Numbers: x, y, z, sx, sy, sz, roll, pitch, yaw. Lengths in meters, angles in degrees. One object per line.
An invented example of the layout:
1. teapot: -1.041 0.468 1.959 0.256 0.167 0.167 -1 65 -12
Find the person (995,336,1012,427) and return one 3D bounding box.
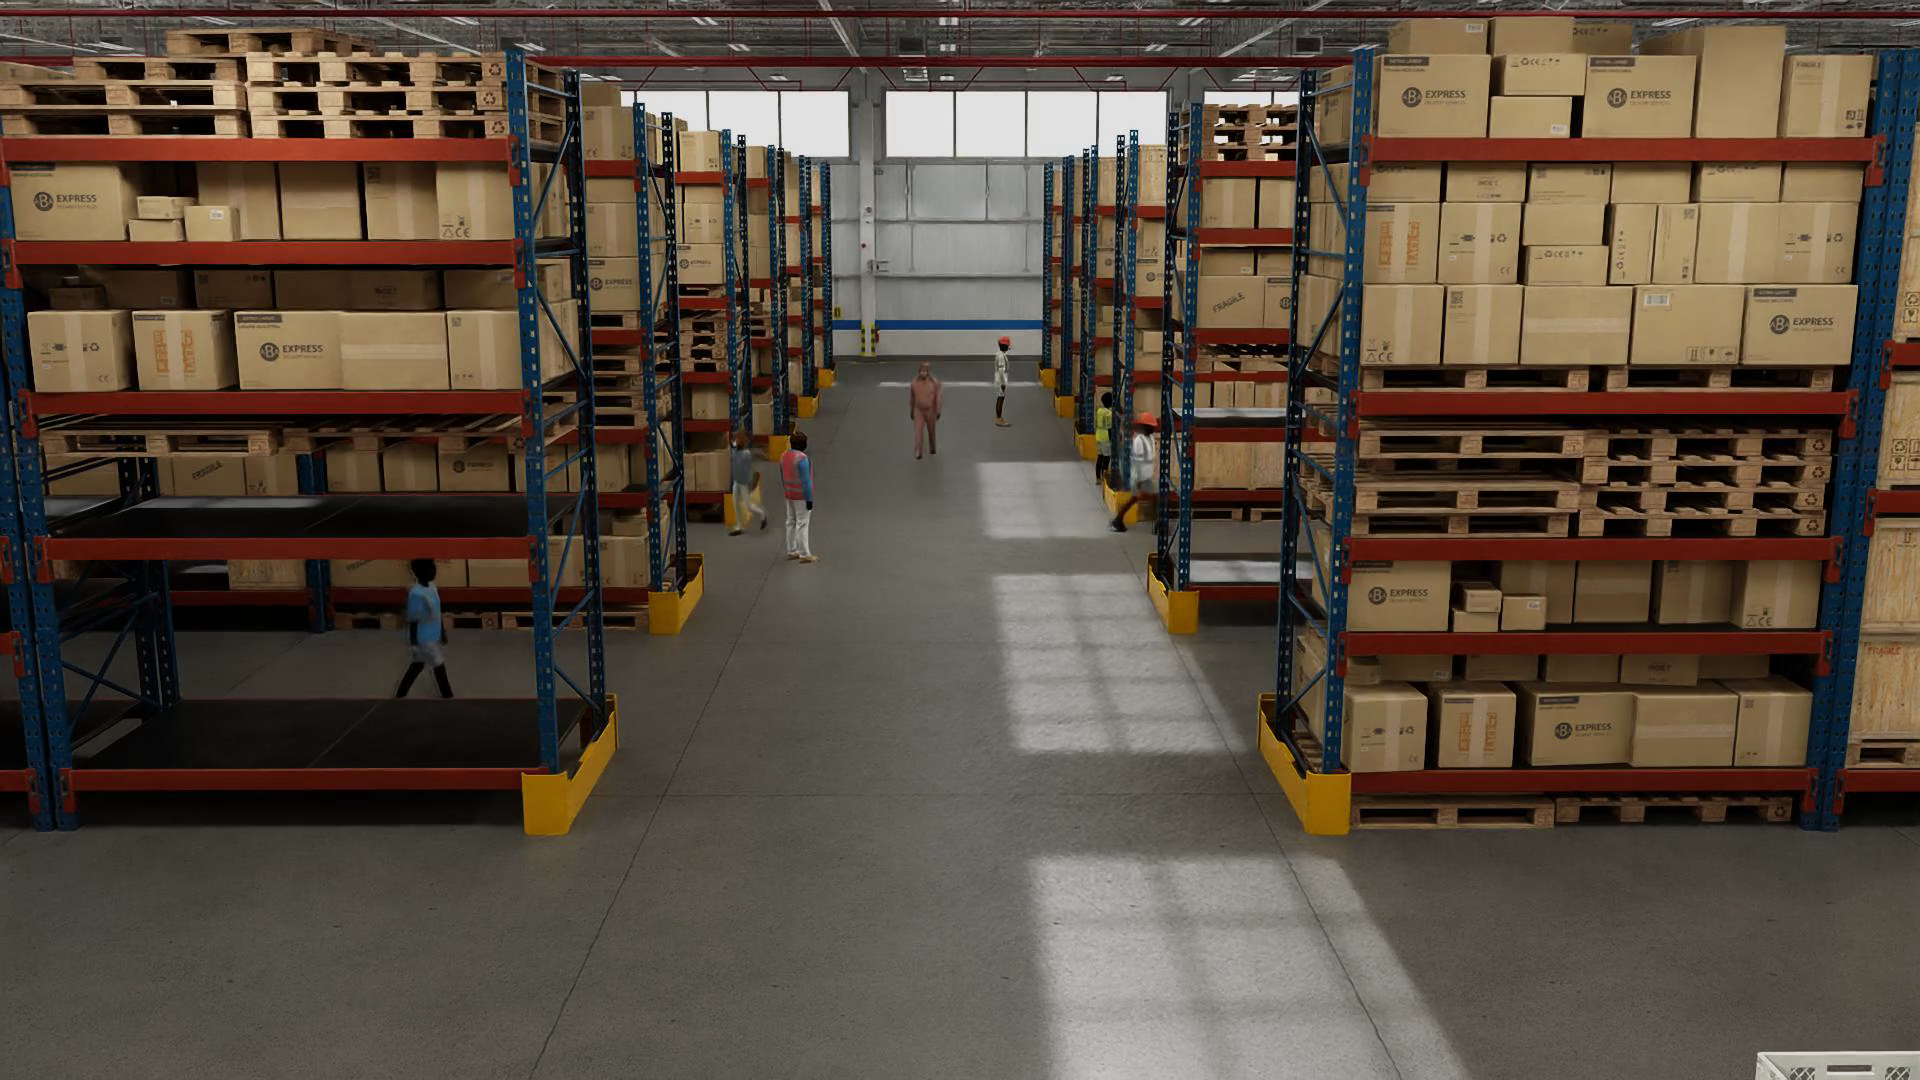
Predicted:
1. person: 0.973 -3.586 37.560 0.384 2.043 0.605 0 11 -1

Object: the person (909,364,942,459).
1. person: -0.679 -2.580 33.046 0.656 1.862 1.011 1 11 7

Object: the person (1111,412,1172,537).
1. person: 2.736 -1.009 25.168 0.974 1.899 0.560 8 14 35

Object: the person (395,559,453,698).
1. person: -5.169 0.941 16.095 0.866 1.651 0.545 -1 11 -2

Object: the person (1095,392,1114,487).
1. person: 2.583 -1.779 29.485 0.319 1.690 0.529 -4 12 -19

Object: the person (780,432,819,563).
1. person: -2.243 -0.598 23.251 0.429 1.844 0.625 -9 15 -38

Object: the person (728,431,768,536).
1. person: -3.232 -0.861 25.125 0.549 1.621 0.509 -9 15 -39
